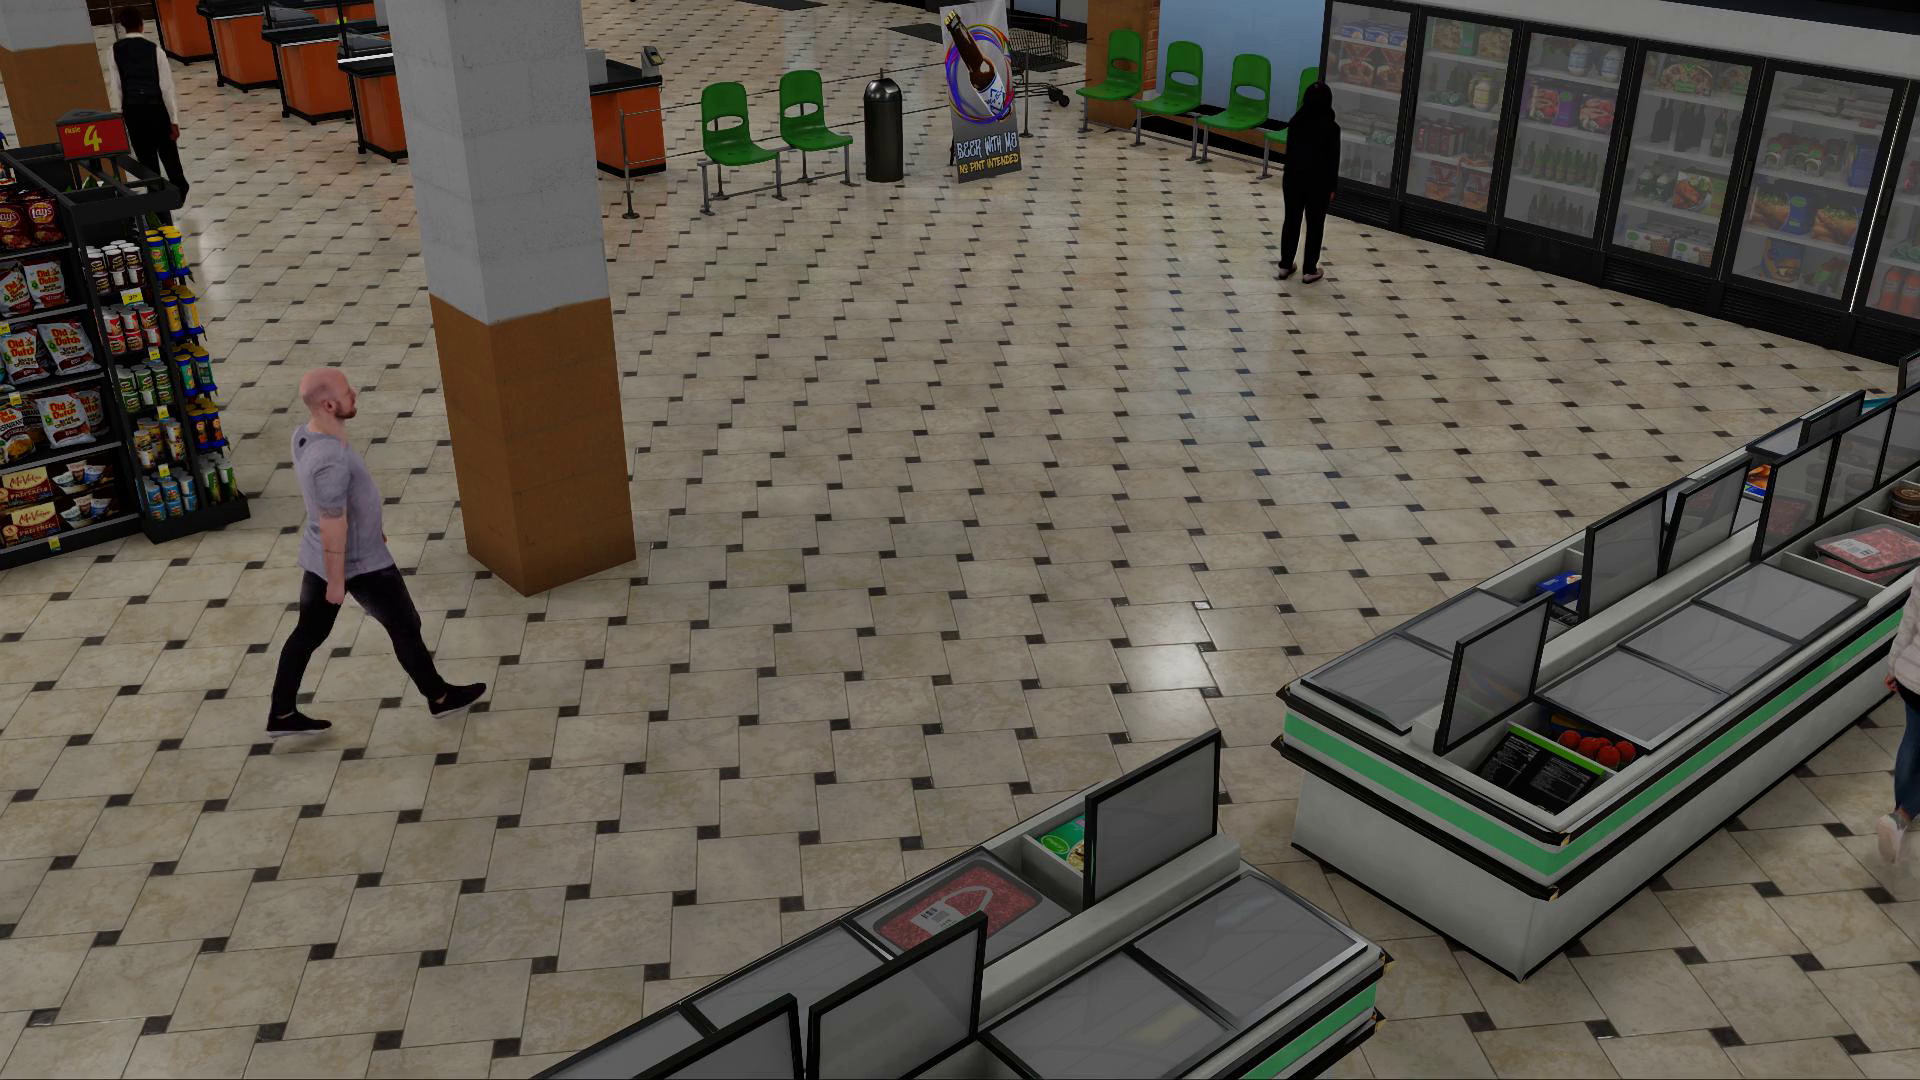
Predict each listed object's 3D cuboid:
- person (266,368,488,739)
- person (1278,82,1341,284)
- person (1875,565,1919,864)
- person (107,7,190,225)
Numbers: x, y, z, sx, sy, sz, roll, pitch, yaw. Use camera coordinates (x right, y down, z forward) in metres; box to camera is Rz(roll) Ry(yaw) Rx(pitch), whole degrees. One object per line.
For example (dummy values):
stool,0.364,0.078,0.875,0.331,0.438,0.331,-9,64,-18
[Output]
person,-2.847,0.122,7.431,1.209,1.793,0.704,-19,32,-32
person,2.854,-2.932,13.650,0.701,1.615,0.717,16,31,29
person,3.954,0.584,6.707,0.866,1.623,0.608,-21,34,-36
person,-7.375,-3.787,15.066,1.333,1.858,1.113,-8,28,-15
